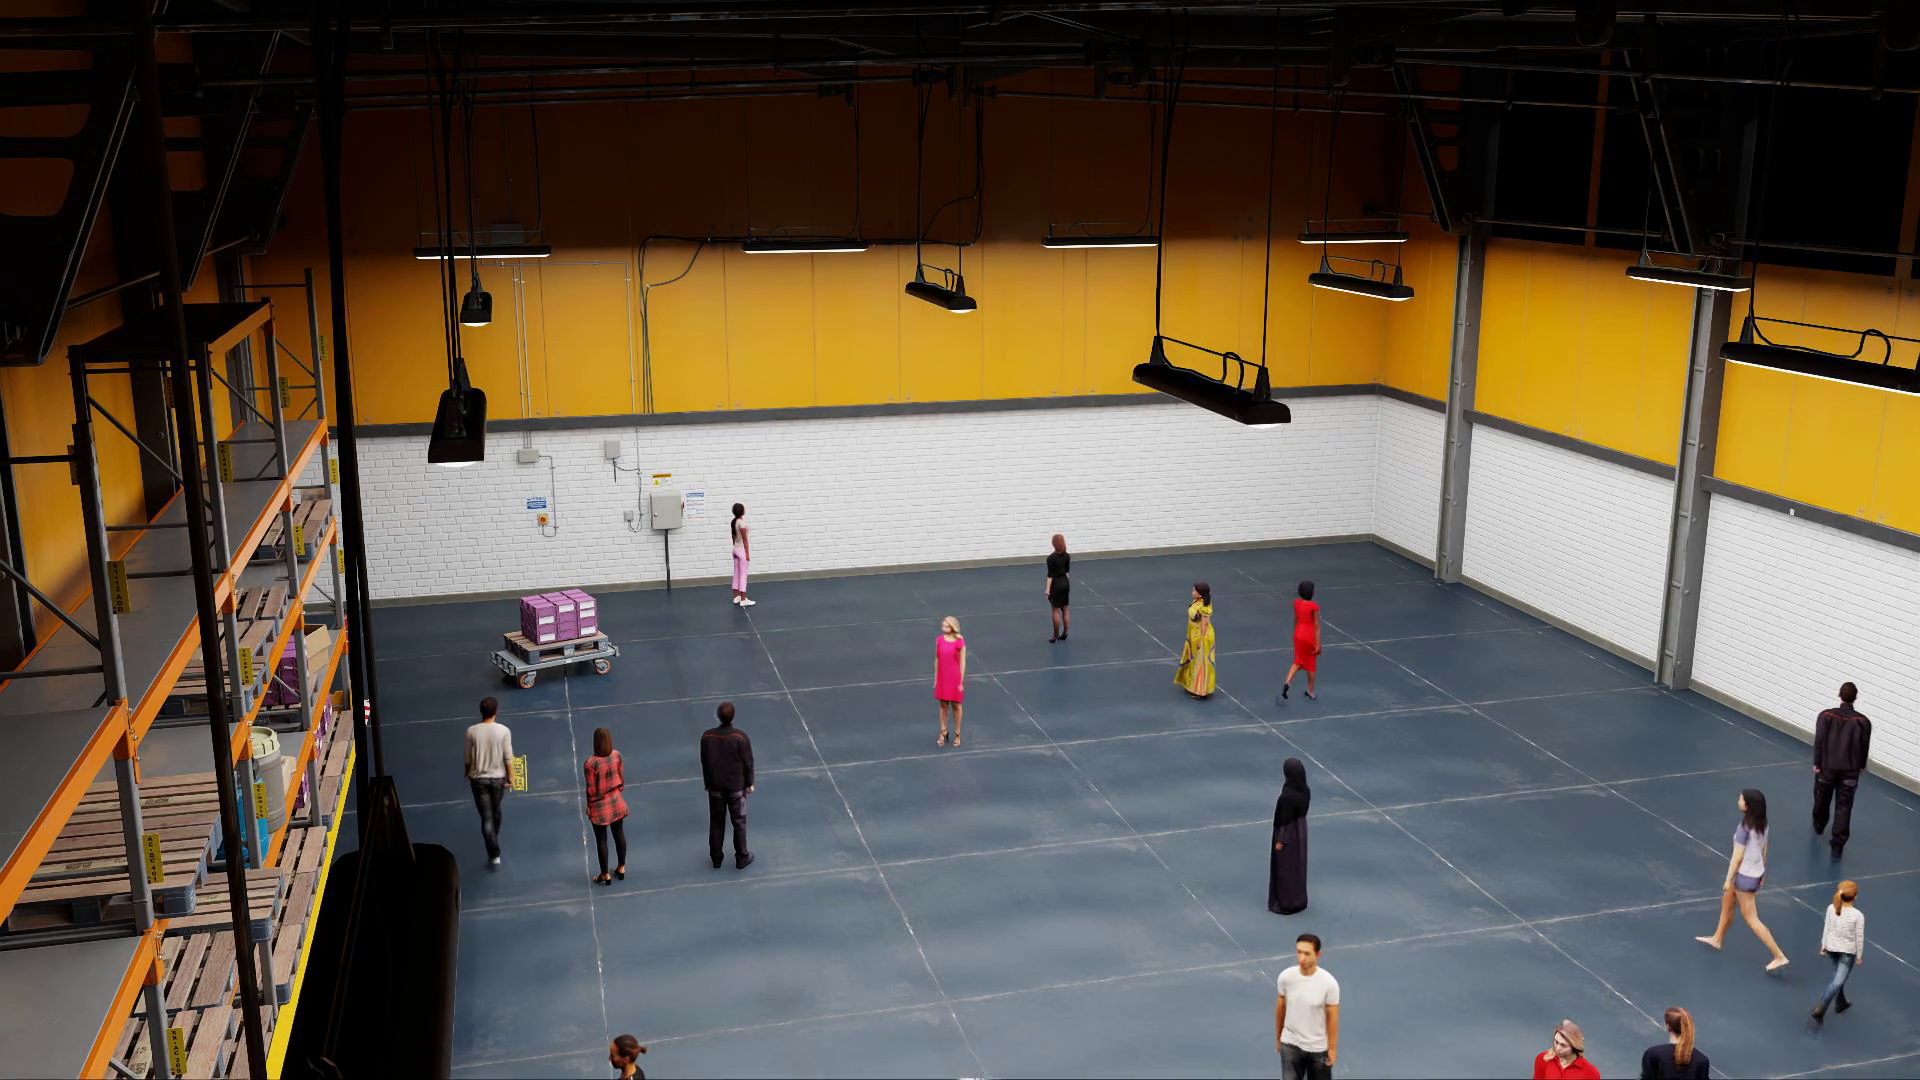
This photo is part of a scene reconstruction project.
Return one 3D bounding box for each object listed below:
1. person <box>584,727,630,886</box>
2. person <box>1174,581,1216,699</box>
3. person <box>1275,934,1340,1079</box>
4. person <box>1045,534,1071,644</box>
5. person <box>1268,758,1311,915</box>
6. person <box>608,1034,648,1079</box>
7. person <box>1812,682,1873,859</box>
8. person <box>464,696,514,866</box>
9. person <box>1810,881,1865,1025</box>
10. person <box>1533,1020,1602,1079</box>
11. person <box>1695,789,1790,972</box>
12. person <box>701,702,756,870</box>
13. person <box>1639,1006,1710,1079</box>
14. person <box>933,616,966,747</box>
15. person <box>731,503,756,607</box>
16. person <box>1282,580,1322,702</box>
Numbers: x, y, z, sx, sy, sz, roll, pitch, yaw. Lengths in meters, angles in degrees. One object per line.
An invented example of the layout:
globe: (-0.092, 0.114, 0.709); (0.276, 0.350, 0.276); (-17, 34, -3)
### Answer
person: (-3.681, 2.751, 17.303); (0.700, 1.703, 0.713); (-13, 19, -43)
person: (3.349, 1.361, 23.133); (0.946, 1.660, 0.757); (-2, 14, -7)
person: (2.673, 3.822, 12.696); (0.980, 1.790, 1.086); (6, 15, 23)
person: (1.526, 0.742, 25.595); (0.651, 1.705, 0.624); (-10, 17, -36)
person: (3.326, 2.947, 16.681); (0.754, 1.614, 0.711); (11, 17, 38)
person: (-2.236, 4.176, 11.491); (0.640, 1.669, 0.460); (-3, 14, -13)
person: (9.507, 2.504, 17.970); (1.177, 1.868, 1.222); (8, 16, 29)
person: (-5.039, 2.607, 17.778); (0.724, 1.758, 1.210); (-5, 14, -20)
person: (7.683, 3.629, 14.554); (0.752, 1.290, 0.911); (-10, 17, -35)
person: (4.207, 4.123, 11.631); (0.676, 1.705, 0.739); (8, 16, 30)
person: (7.417, 3.189, 15.511); (0.924, 1.695, 1.211); (-11, 18, -39)
person: (-2.475, 2.595, 17.659); (0.795, 1.837, 0.725); (2, 14, 7)
person: (5.000, 4.118, 11.711); (0.822, 1.677, 0.903); (5, 14, 19)
person: (-0.121, 1.778, 21.270); (0.669, 1.726, 0.718); (7, 15, 25)
person: (-3.655, 0.222, 27.673); (0.699, 1.737, 0.572); (-10, 17, -36)
person: (4.694, 1.404, 22.798); (0.863, 1.735, 0.891); (-12, 18, -40)
